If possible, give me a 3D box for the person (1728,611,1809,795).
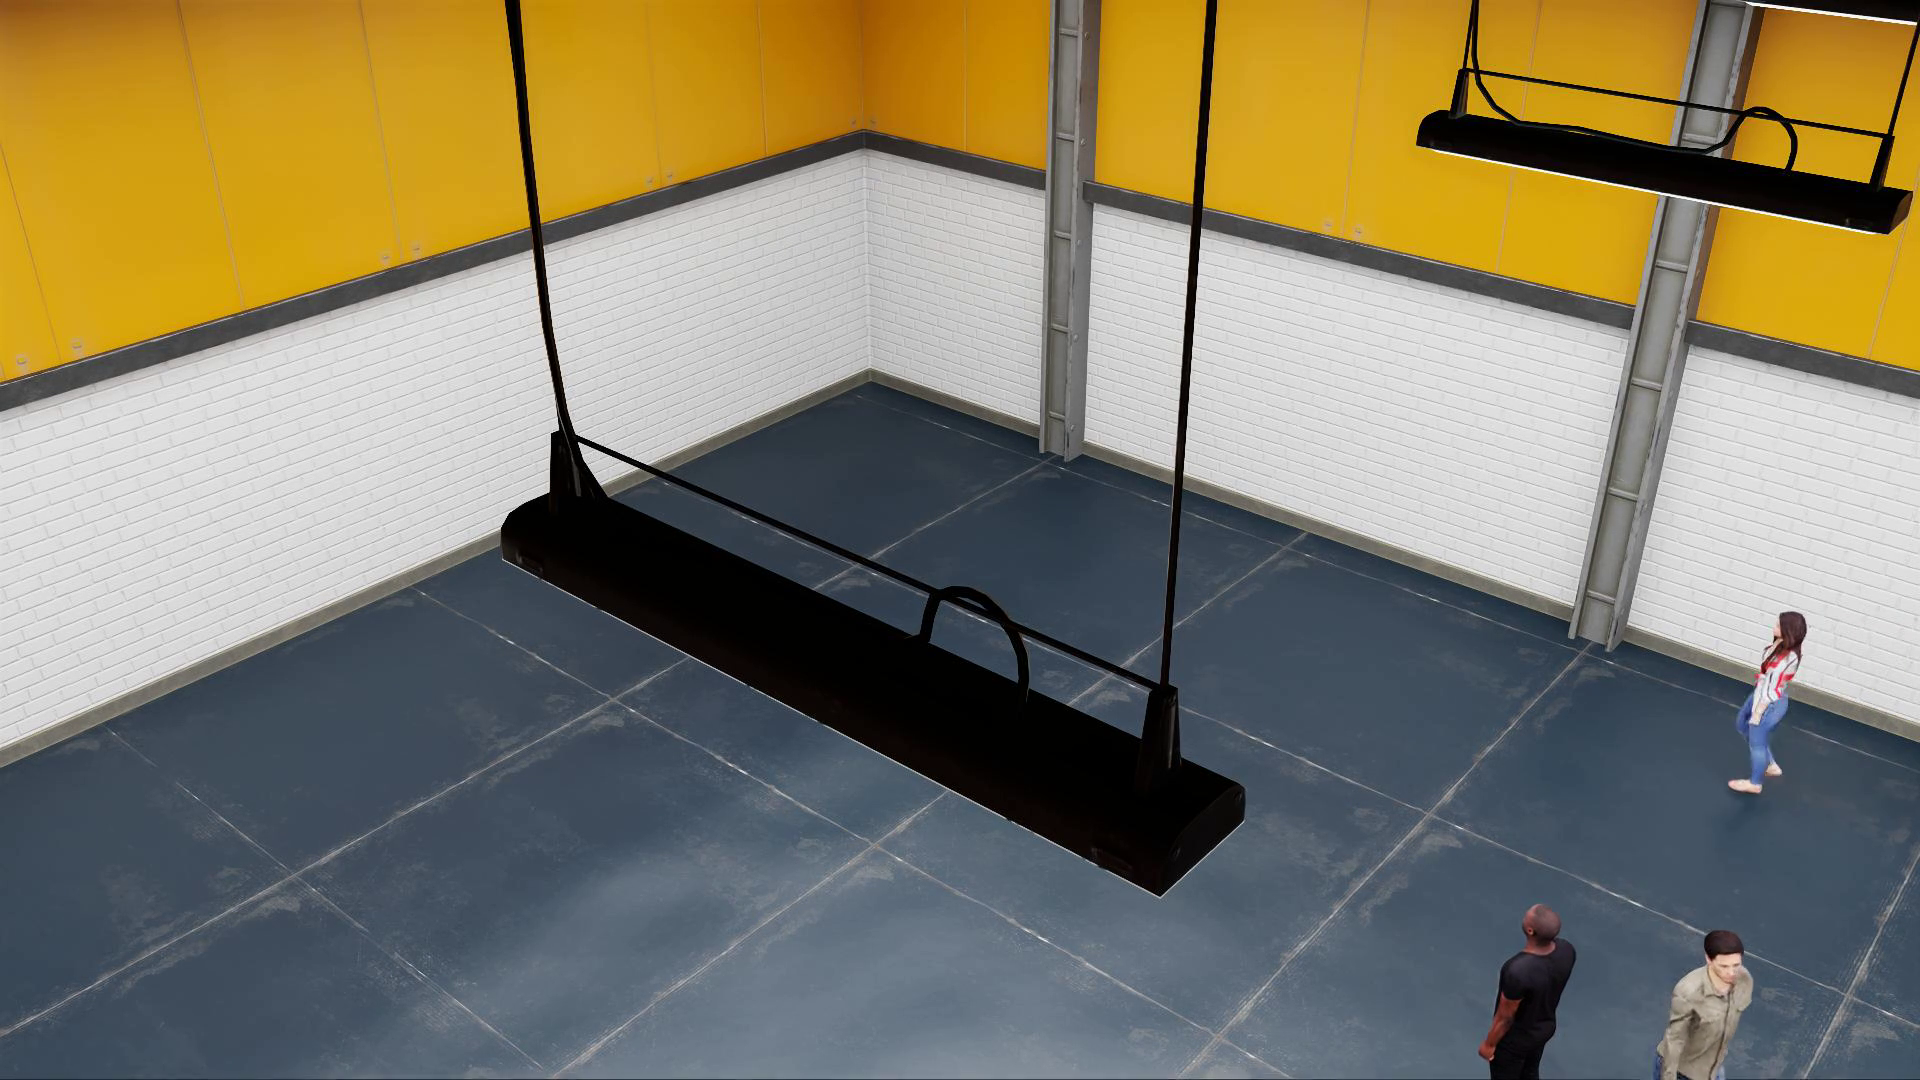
[{"bbox_3d":[6.207,1.276,12.597,0.714,1.543,0.687,13,31,22],"label":"person"}]

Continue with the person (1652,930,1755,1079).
[{"bbox_3d":[4.056,2.880,9.379,1.095,1.809,1.281,-10,30,-18],"label":"person"}]

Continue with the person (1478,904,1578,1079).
[{"bbox_3d":[3.212,2.811,9.495,0.734,1.819,0.683,-16,32,-27],"label":"person"}]
